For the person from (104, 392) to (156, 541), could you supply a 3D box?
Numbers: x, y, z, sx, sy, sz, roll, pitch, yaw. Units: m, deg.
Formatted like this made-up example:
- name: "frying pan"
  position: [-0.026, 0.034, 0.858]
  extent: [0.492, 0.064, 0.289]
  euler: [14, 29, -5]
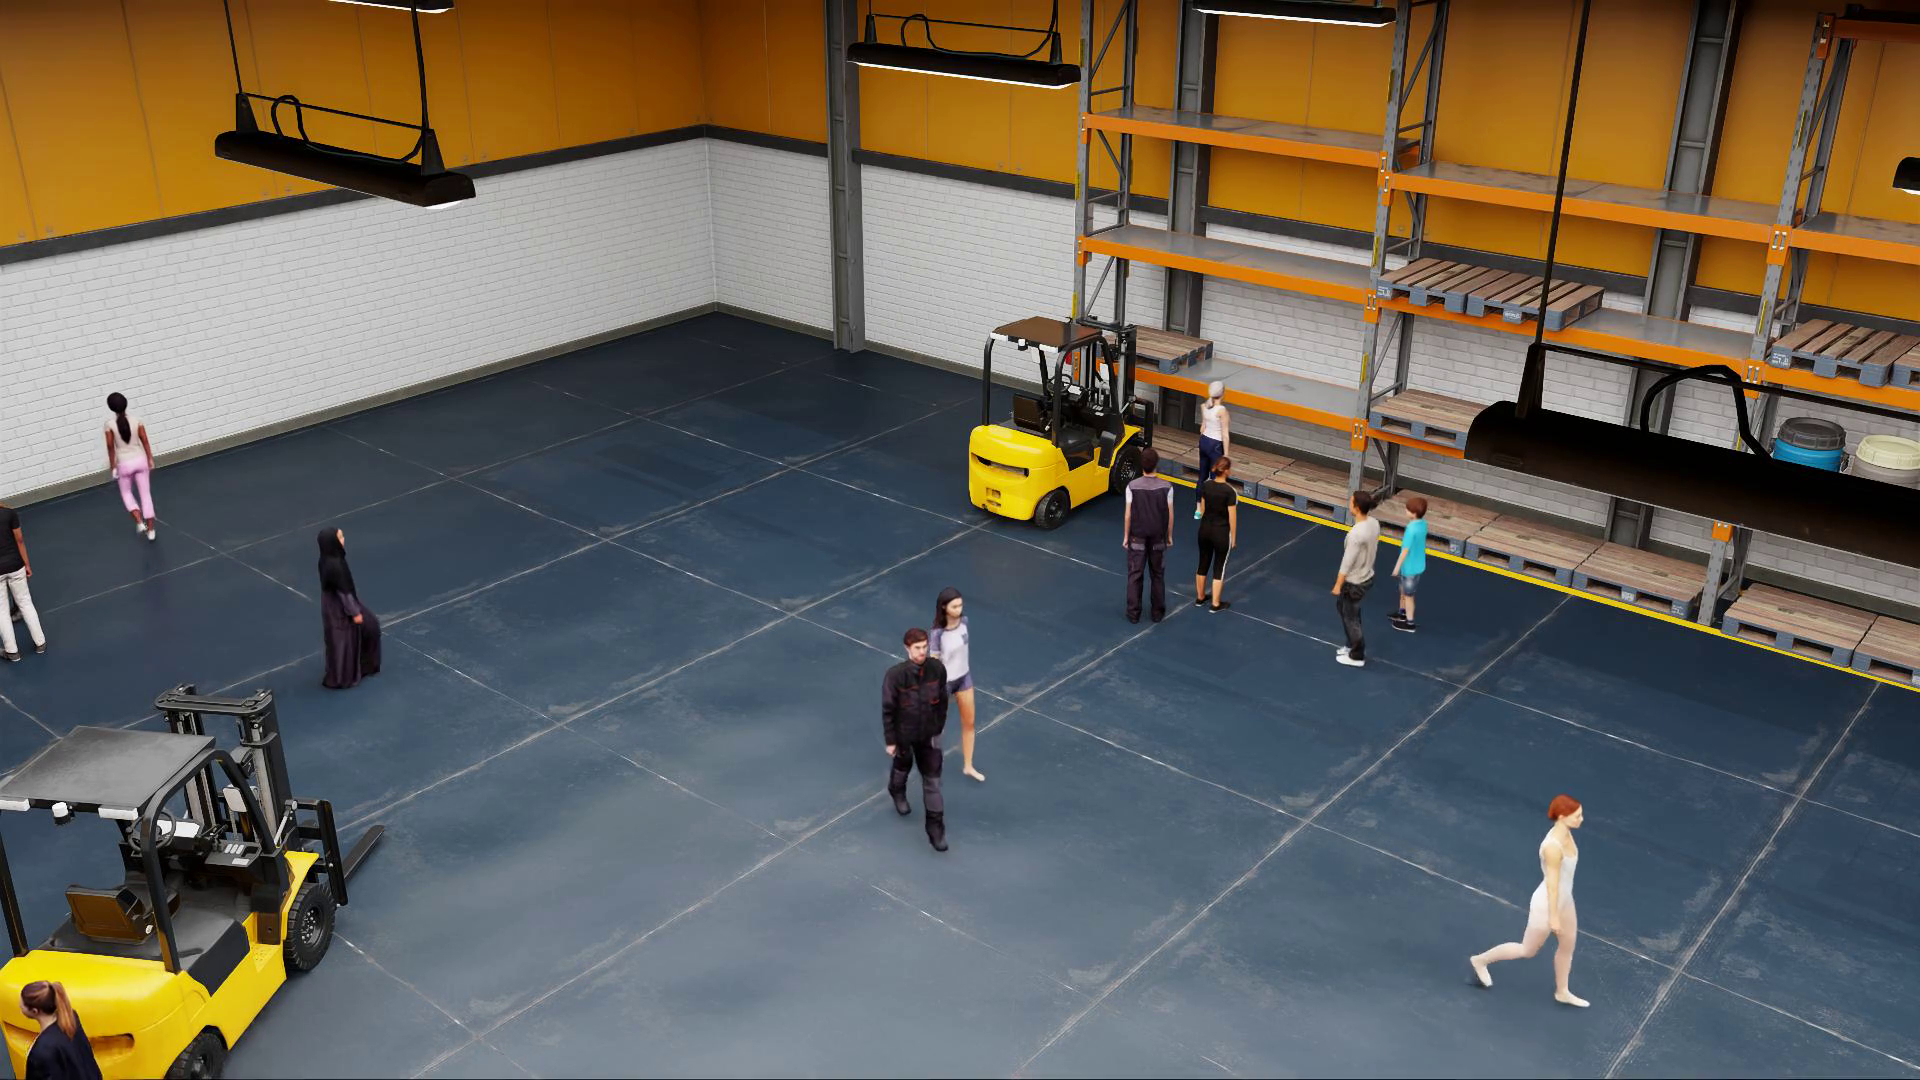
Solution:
- name: "person"
  position: [-9.277, -0.797, 18.653]
  extent: [0.686, 1.728, 0.698]
  euler: [-15, 28, -31]

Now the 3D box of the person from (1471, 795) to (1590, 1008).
- name: "person"
  position: [3.940, 2.464, 11.337]
  extent: [1.031, 1.613, 0.616]
  euler: [15, 28, 31]

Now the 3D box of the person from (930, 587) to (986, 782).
- name: "person"
  position: [-0.139, 1.188, 14.147]
  extent: [0.667, 1.701, 1.122]
  euler: [-21, 31, -40]

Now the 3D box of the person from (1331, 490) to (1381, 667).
- name: "person"
  position: [3.875, 0.393, 15.837]
  extent: [0.643, 1.803, 0.697]
  euler: [15, 28, 31]

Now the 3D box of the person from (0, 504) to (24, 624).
- name: "person"
  position: [-9.708, 0.198, 16.895]
  extent: [0.418, 1.314, 0.519]
  euler: [20, 30, 38]

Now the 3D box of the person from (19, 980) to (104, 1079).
- name: "person"
  position: [-5.012, 3.213, 9.561]
  extent: [1.030, 1.664, 0.934]
  euler: [0, 24, 1]

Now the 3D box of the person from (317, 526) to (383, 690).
- name: "person"
  position: [-5.867, 0.632, 15.529]
  extent: [0.873, 1.613, 0.870]
  euler: [-9, 25, -20]

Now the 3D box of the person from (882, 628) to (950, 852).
- name: "person"
  position: [-0.387, 1.515, 13.283]
  extent: [1.113, 1.793, 1.308]
  euler: [-9, 25, -19]

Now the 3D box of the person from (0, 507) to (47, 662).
- name: "person"
  position: [-9.248, 0.298, 16.054]
  extent: [0.579, 1.804, 0.673]
  euler: [21, 31, 39]

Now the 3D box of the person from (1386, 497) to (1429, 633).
- name: "person"
  position: [4.574, 0.250, 16.615]
  extent: [0.612, 1.443, 0.574]
  euler: [15, 28, 31]

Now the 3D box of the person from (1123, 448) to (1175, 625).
- name: "person"
  position: [1.893, -0.041, 16.774]
  extent: [0.730, 1.848, 0.811]
  euler: [0, 24, 0]

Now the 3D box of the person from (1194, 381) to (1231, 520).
- name: "person"
  position: [2.910, -1.027, 19.212]
  extent: [0.723, 1.702, 0.567]
  euler: [-14, 27, -30]

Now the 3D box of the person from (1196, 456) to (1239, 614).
- name: "person"
  position: [2.617, -0.069, 17.062]
  extent: [0.462, 1.669, 0.642]
  euler: [20, 31, 39]
